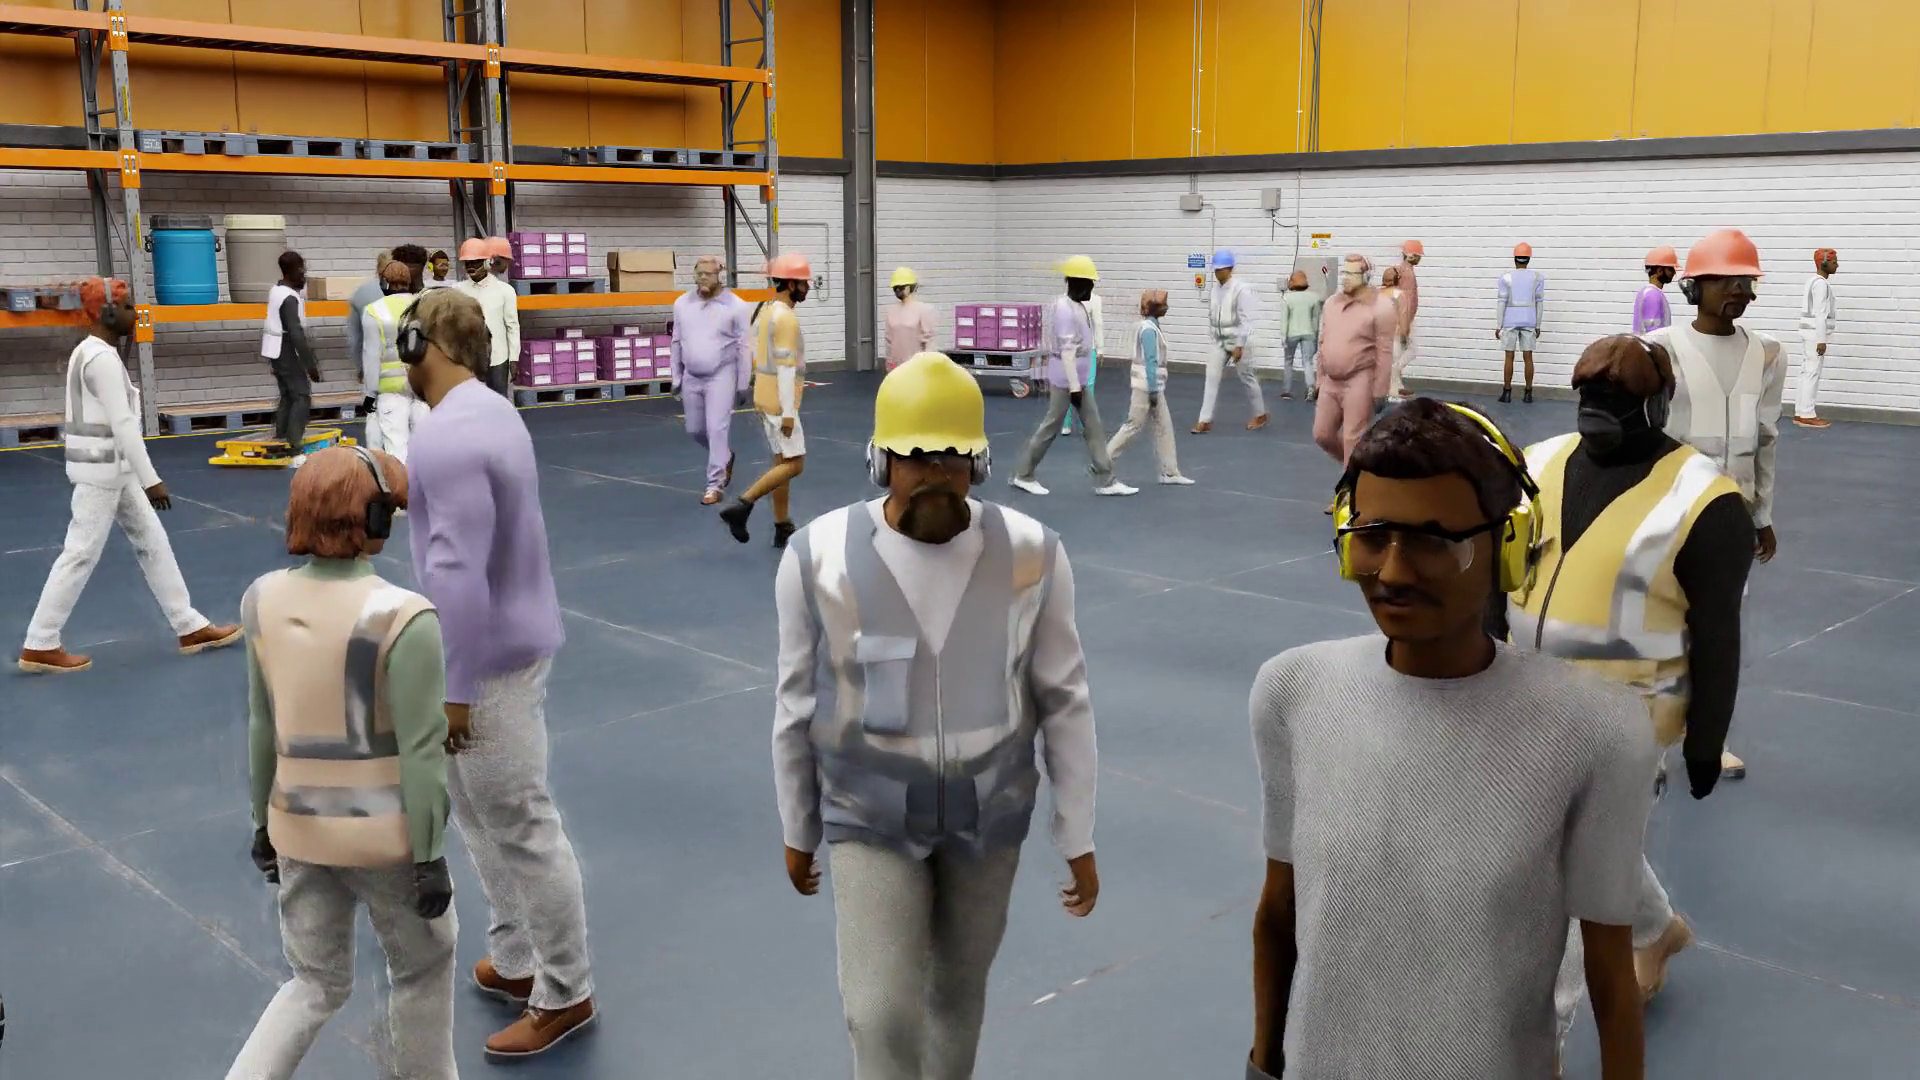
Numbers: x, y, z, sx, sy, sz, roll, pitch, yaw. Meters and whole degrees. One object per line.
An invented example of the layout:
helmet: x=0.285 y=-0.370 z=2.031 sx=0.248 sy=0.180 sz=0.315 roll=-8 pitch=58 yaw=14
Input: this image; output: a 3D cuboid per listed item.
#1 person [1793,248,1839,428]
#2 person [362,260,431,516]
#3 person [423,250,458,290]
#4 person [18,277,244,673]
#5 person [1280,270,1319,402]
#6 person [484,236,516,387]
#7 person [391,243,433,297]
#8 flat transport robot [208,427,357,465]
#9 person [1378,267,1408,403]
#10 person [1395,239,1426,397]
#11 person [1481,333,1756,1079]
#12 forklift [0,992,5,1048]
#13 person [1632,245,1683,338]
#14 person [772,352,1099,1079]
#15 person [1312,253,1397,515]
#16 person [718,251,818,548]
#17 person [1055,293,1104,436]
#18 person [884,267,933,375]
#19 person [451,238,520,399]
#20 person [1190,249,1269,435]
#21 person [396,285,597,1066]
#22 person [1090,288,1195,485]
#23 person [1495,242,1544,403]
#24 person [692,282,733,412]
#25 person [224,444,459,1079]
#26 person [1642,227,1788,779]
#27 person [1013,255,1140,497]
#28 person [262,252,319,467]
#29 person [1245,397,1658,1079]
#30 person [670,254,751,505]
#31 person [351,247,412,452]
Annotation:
person: x=9.086 y=-2.136 z=17.625 sx=0.352 sy=1.883 sz=0.579 roll=3 pitch=11 yaw=16
person: x=-4.059 y=-1.098 z=12.075 sx=0.429 sy=1.844 sz=0.622 roll=8 pitch=13 yaw=37
person: x=-5.595 y=-2.186 z=17.972 sx=0.514 sy=1.861 sz=0.320 roll=-10 pitch=14 yaw=-42
person: x=-3.972 y=-0.300 z=7.770 sx=0.979 sy=1.838 sz=0.583 roll=-5 pitch=12 yaw=-26
person: x=4.169 y=-2.507 z=20.406 sx=0.501 sy=1.604 sz=0.756 roll=-1 pitch=10 yaw=-3
person: x=-4.310 y=-1.789 z=15.357 sx=0.472 sy=2.017 sz=0.636 roll=-6 pitch=12 yaw=-29
person: x=-3.993 y=-1.206 z=12.324 sx=0.362 sy=1.963 sz=0.613 roll=-10 pitch=15 yaw=-44
flat transport robot: x=-6.111 y=-0.860 z=15.062 sx=0.652 sy=0.197 sz=1.431 roll=1 pitch=10 yaw=6
person: x=5.194 y=-2.469 z=20.106 sx=0.308 sy=1.640 sz=0.511 roll=-7 pitch=12 yaw=-33
person: x=5.516 y=-2.744 z=20.692 sx=0.471 sy=1.968 sz=0.637 roll=-1 pitch=10 yaw=-3
person: x=1.603 y=0.391 z=4.075 sx=0.941 sy=1.809 sz=0.617 roll=-6 pitch=12 yaw=-29
forklift: x=-3.245 y=0.323 z=3.363 sx=2.313 sy=2.155 sz=1.214 roll=2 pitch=11 yaw=13
person: x=5.829 y=-1.496 z=13.980 sx=0.365 sy=1.936 sz=0.548 roll=3 pitch=11 yaw=13
person: x=-0.033 y=0.557 z=3.143 sx=0.616 sy=1.796 sz=0.835 roll=-2 pitch=11 yaw=-10
person: x=2.863 y=-1.135 z=12.124 sx=0.517 sy=1.894 sz=0.663 roll=-7 pitch=13 yaw=-34
person: x=-1.208 y=-0.872 z=10.625 sx=0.642 sy=1.924 sz=0.559 roll=-4 pitch=11 yaw=-20
person: x=1.205 y=-1.921 z=16.767 sx=0.524 sy=1.769 sz=0.314 roll=5 pitch=12 yaw=27
person: x=-0.426 y=-1.595 z=15.054 sx=0.526 sy=1.751 sz=0.689 roll=6 pitch=12 yaw=29
person: x=-4.002 y=-1.516 z=13.936 sx=0.622 sy=1.992 sz=0.394 roll=1 pitch=10 yaw=7
person: x=2.803 y=-2.031 z=17.065 sx=0.999 sy=1.894 sz=0.603 roll=-9 pitch=14 yaw=-40
person: x=-1.157 y=0.325 z=4.175 sx=0.439 sy=1.900 sz=0.689 roll=-2 pitch=11 yaw=-10
person: x=1.468 y=-1.233 z=13.453 sx=0.813 sy=1.608 sz=0.529 roll=2 pitch=11 yaw=11
person: x=6.763 y=-2.625 z=20.134 sx=0.542 sy=1.939 sz=0.369 roll=2 pitch=11 yaw=9
person: x=-2.839 y=-2.303 z=18.918 sx=0.492 sy=1.740 sz=0.324 roll=2 pitch=11 yaw=9
person: x=-1.273 y=0.616 z=3.351 sx=0.522 sy=1.611 sz=0.684 roll=5 pitch=11 yaw=24
person: x=2.759 y=-0.122 z=6.191 sx=0.608 sy=2.048 sz=0.364 roll=-1 pitch=10 yaw=-7
person: x=0.863 y=-1.258 z=12.872 sx=1.006 sy=1.877 sz=0.609 roll=4 pitch=11 yaw=19
person: x=-5.884 y=-1.569 z=14.550 sx=0.402 sy=1.877 sz=0.659 roll=-6 pitch=12 yaw=-30
person: x=0.616 y=0.727 z=2.121 sx=0.527 sy=1.845 sz=0.790 roll=6 pitch=12 yaw=30
person: x=-1.885 y=-1.247 z=12.764 sx=0.641 sy=1.887 sz=0.767 roll=4 pitch=11 yaw=19
person: x=-4.688 y=-1.441 z=13.719 sx=0.691 sy=1.919 sz=0.496 roll=4 pitch=11 yaw=22
